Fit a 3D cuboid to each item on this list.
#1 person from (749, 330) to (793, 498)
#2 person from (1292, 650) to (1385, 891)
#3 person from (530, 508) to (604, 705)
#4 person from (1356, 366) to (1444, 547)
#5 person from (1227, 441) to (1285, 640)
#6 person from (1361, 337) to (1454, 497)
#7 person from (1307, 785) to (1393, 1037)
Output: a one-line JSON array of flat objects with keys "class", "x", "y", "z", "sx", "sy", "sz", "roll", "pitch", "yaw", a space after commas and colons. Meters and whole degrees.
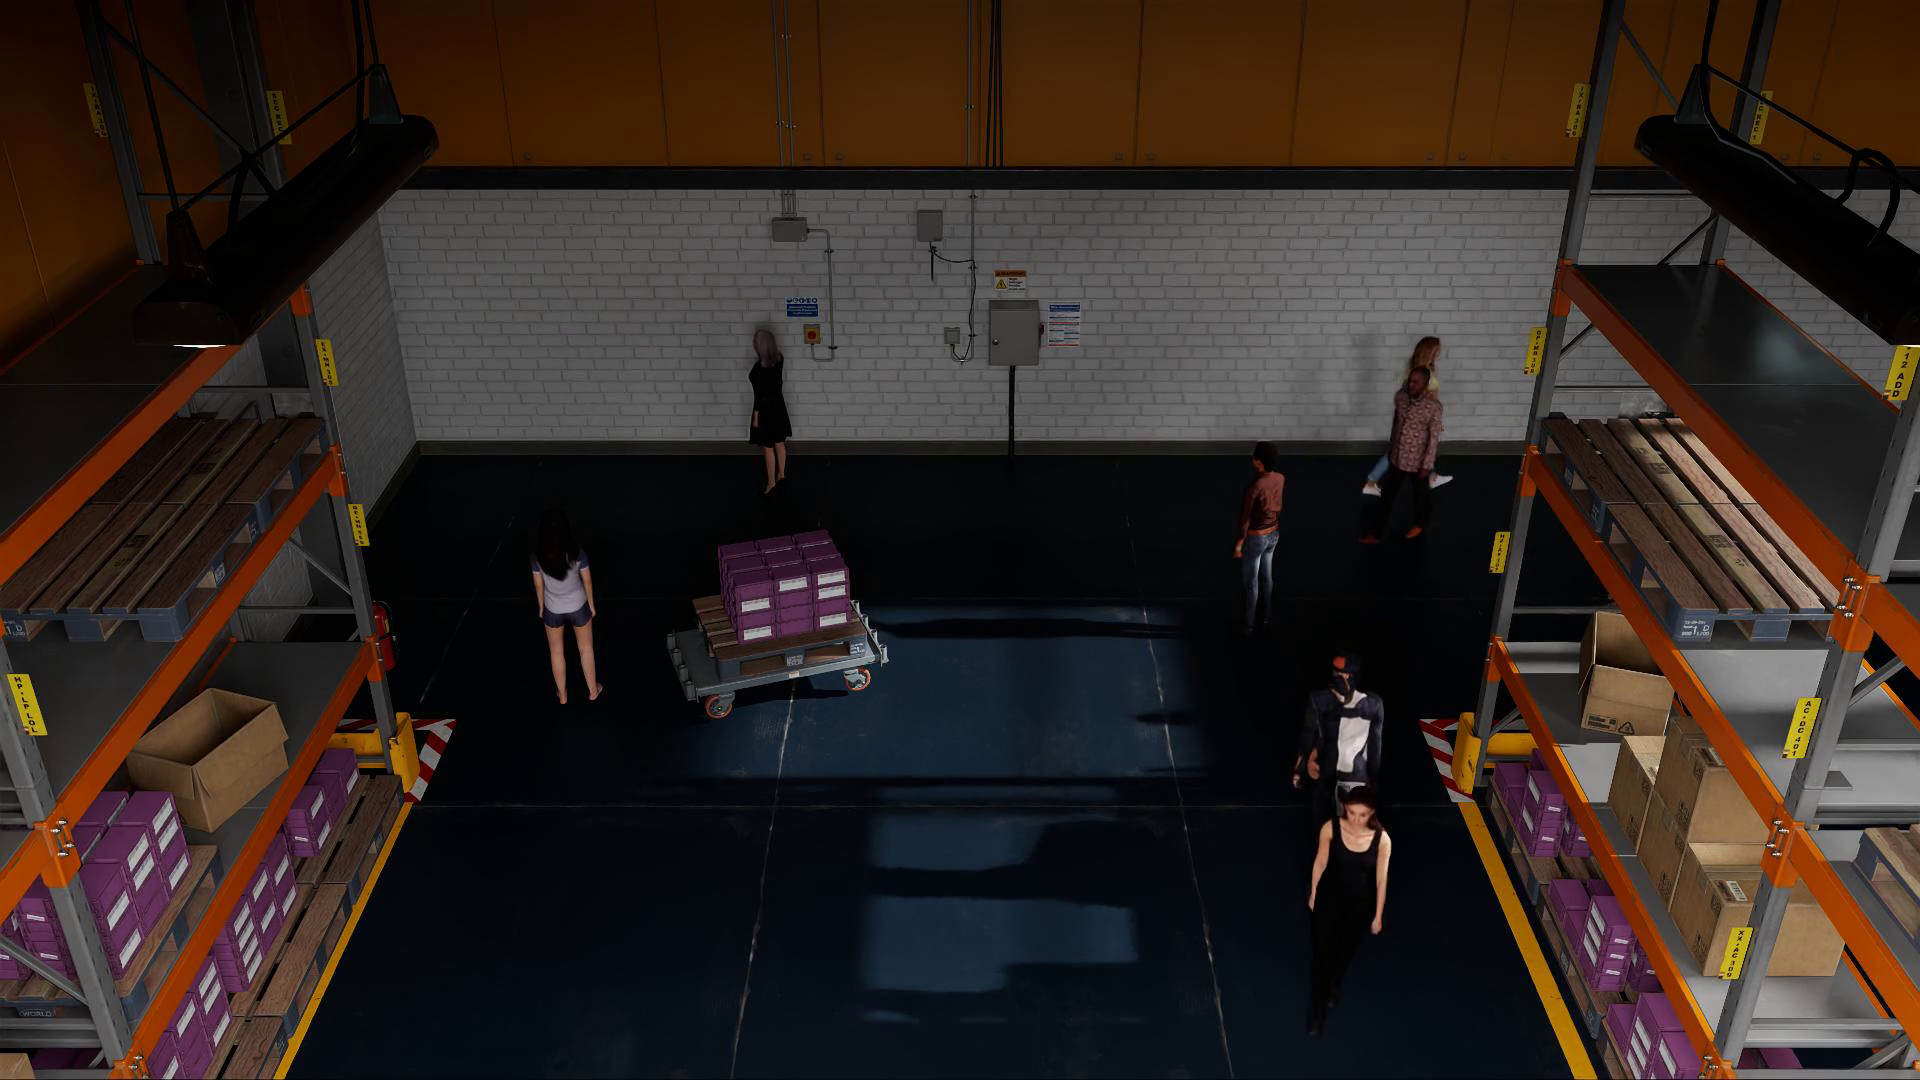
[{"class": "person", "x": -1.871, "y": -1.246, "z": 16.304, "sx": 0.754, "sy": 1.747, "sz": 0.661, "roll": 16, "pitch": 32, "yaw": 27}, {"class": "person", "x": 2.541, "y": 1.510, "z": 11.113, "sx": 0.816, "sy": 1.880, "sz": 0.796, "roll": 11, "pitch": 30, "yaw": 19}, {"class": "person", "x": -3.118, "y": 0.518, "z": 13.113, "sx": 0.626, "sy": 1.706, "sz": 0.561, "roll": -4, "pitch": 29, "yaw": -8}, {"class": "person", "x": 4.241, "y": -0.776, "z": 15.428, "sx": 1.228, "sy": 1.760, "sz": 1.193, "roll": -24, "pitch": 37, "yaw": -37}, {"class": "person", "x": 2.531, "y": -0.006, "z": 13.998, "sx": 0.703, "sy": 1.778, "sz": 0.737, "roll": -22, "pitch": 35, "yaw": -34}, {"class": "person", "x": 4.350, "y": -1.133, "z": 16.185, "sx": 0.916, "sy": 1.662, "sz": 1.232, "roll": -8, "pitch": 30, "yaw": -15}, {"class": "person", "x": 2.362, "y": 2.148, "z": 10.157, "sx": 0.724, "sy": 1.675, "sz": 0.882, "roll": 7, "pitch": 29, "yaw": 13}]
